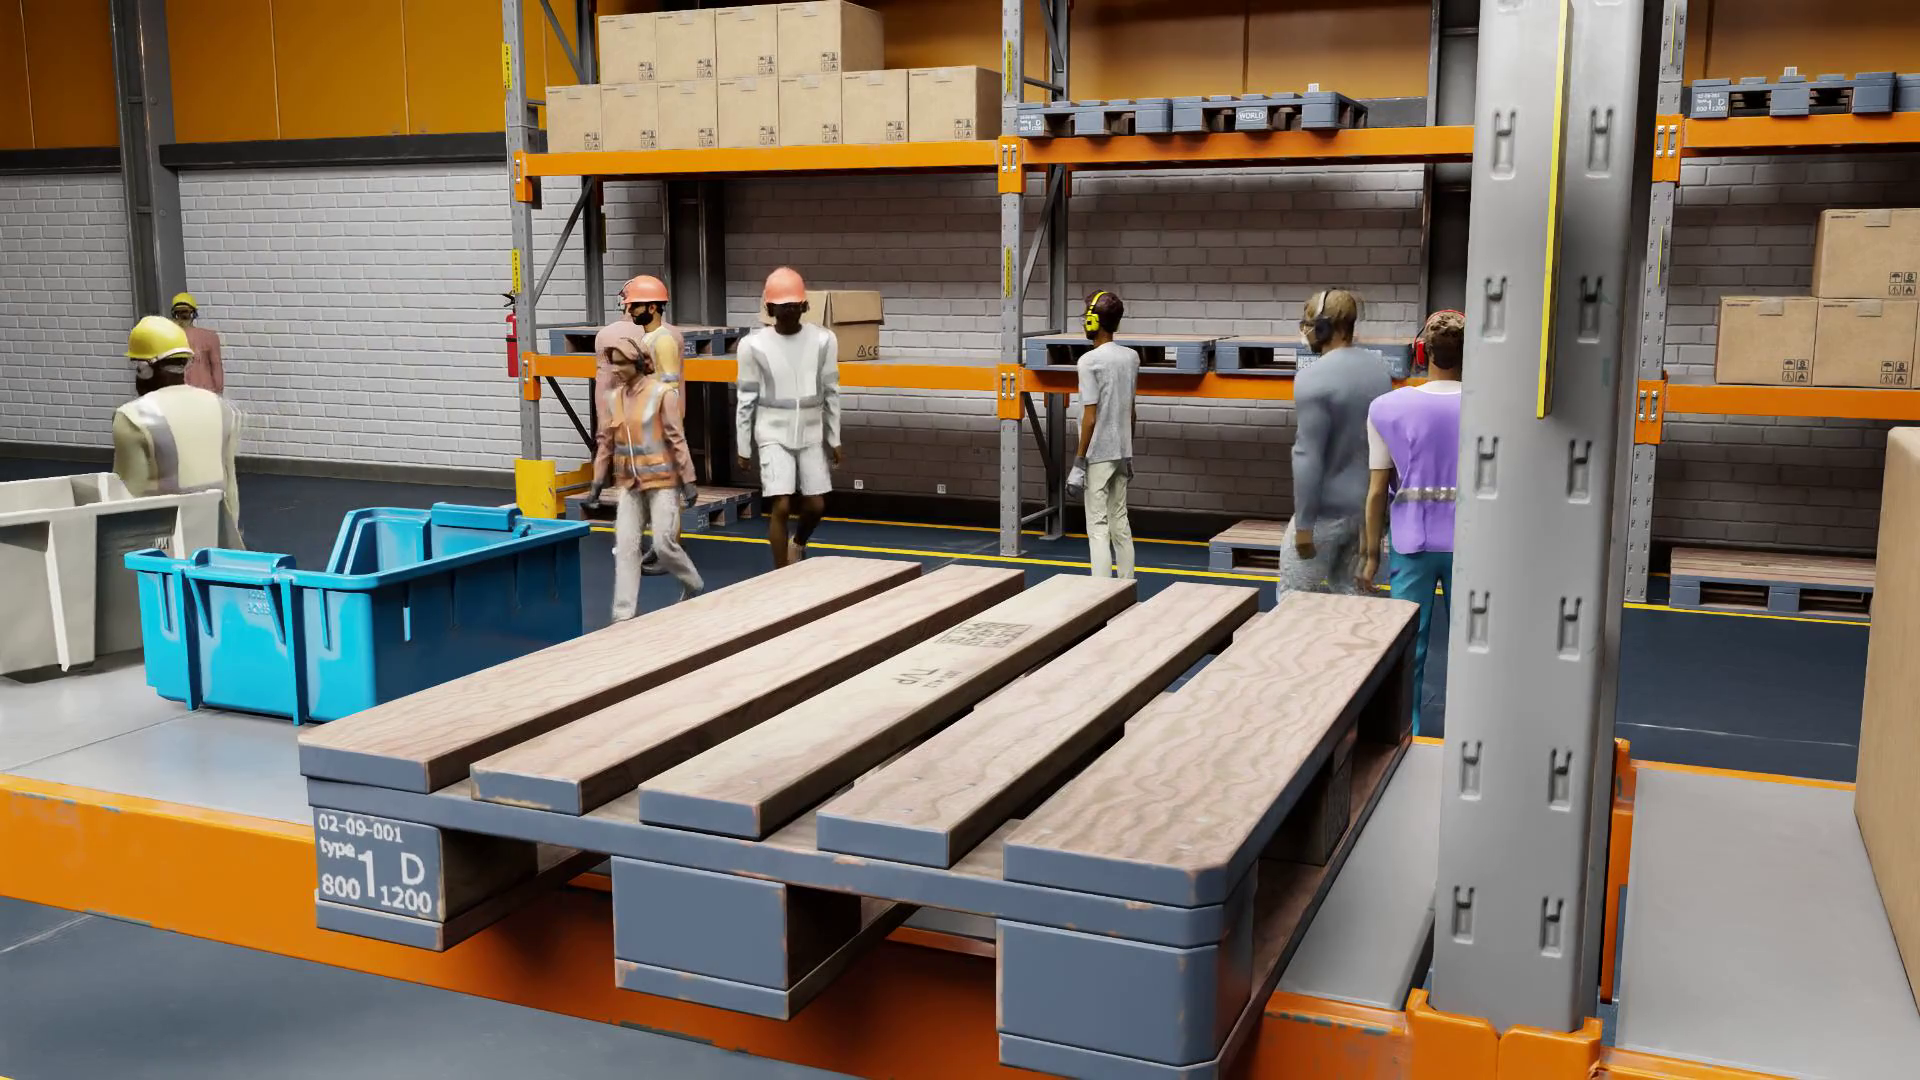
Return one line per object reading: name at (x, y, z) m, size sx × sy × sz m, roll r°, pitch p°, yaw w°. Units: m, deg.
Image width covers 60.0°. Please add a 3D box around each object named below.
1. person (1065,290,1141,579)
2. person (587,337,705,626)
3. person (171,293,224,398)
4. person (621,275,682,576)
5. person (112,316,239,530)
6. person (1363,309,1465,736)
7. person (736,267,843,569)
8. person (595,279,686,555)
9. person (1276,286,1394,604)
person at (0.781, -0.436, 9.188) m, size 0.327 × 1.874 × 0.521 m, roll 8°, pitch 13°, yaw 41°
person at (-1.686, -0.281, 8.996) m, size 0.588 × 1.615 × 0.751 m, roll 6°, pitch 11°, yaw 33°
person at (-6.724, -1.276, 14.565) m, size 0.523 × 1.760 × 0.327 m, roll -6°, pitch 11°, yaw -32°
person at (-1.998, -0.739, 10.810) m, size 0.357 × 1.937 × 0.551 m, roll -5°, pitch 11°, yaw -26°
person at (-3.216, -0.023, 6.916) m, size 0.779 × 1.810 × 0.599 m, roll 3°, pitch 10°, yaw 20°
person at (1.816, 0.056, 6.319) m, size 0.563 × 1.847 × 0.390 m, roll 2°, pitch 10°, yaw 10°
person at (-1.014, -0.606, 9.835) m, size 0.643 × 2.003 × 0.743 m, roll -4°, pitch 10°, yaw -20°
person at (-2.208, -0.830, 11.447) m, size 0.650 × 1.906 × 0.401 m, roll -6°, pitch 11°, yaw -31°
person at (1.618, -0.112, 7.108) m, size 0.648 × 1.923 × 0.430 m, roll -8°, pitch 13°, yaw -41°
